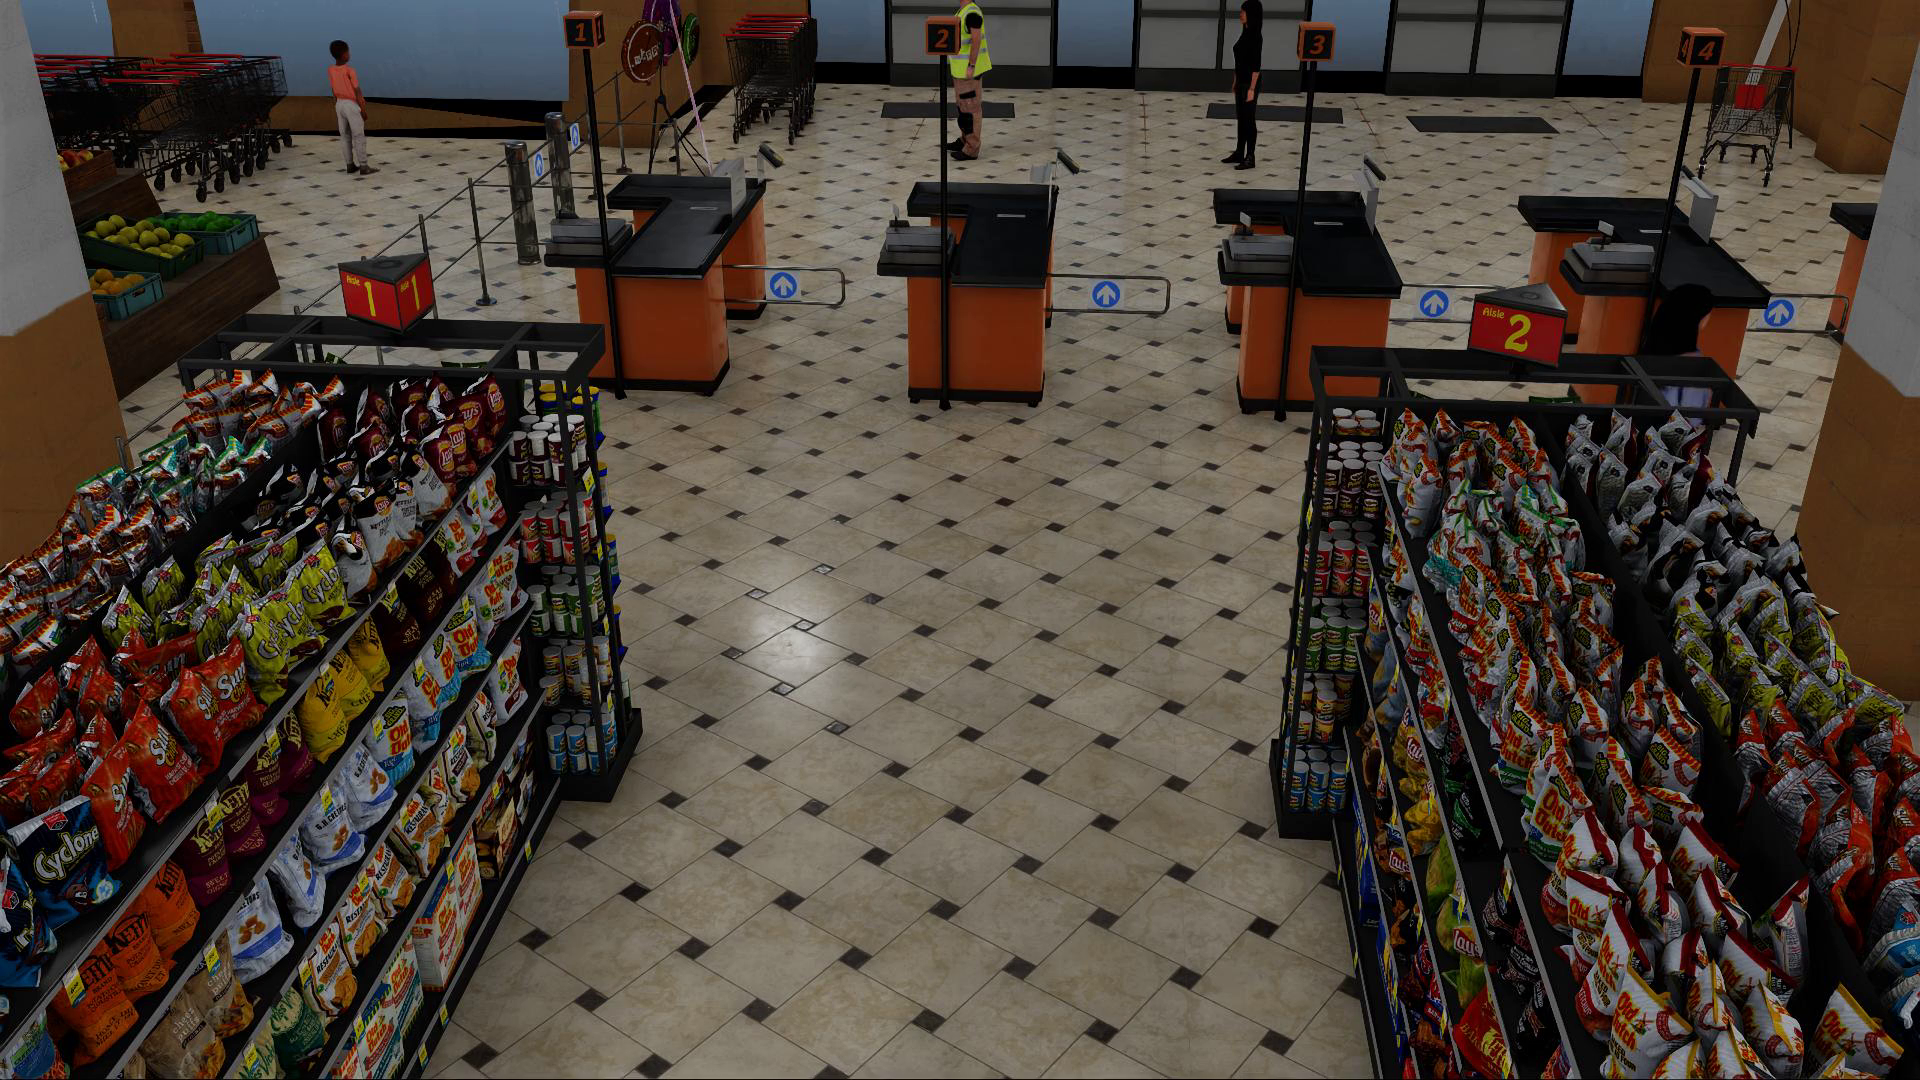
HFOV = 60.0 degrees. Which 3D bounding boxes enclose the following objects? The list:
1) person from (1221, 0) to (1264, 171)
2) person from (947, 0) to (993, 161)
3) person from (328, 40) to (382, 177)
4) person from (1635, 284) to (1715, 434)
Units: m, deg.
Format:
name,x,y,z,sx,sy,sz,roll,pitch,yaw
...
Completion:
name,x,y,z,sx,sy,sz,roll,pitch,yaw
person,2.888,-4.572,16.676,0.702,1.642,0.560,-8,28,-15
person,0.063,-4.839,16.975,0.834,1.847,0.739,-4,27,-8
person,-6.049,-4.276,16.457,0.531,1.312,0.543,10,29,19
person,3.461,-0.453,8.449,0.827,1.735,0.720,-9,28,-17
